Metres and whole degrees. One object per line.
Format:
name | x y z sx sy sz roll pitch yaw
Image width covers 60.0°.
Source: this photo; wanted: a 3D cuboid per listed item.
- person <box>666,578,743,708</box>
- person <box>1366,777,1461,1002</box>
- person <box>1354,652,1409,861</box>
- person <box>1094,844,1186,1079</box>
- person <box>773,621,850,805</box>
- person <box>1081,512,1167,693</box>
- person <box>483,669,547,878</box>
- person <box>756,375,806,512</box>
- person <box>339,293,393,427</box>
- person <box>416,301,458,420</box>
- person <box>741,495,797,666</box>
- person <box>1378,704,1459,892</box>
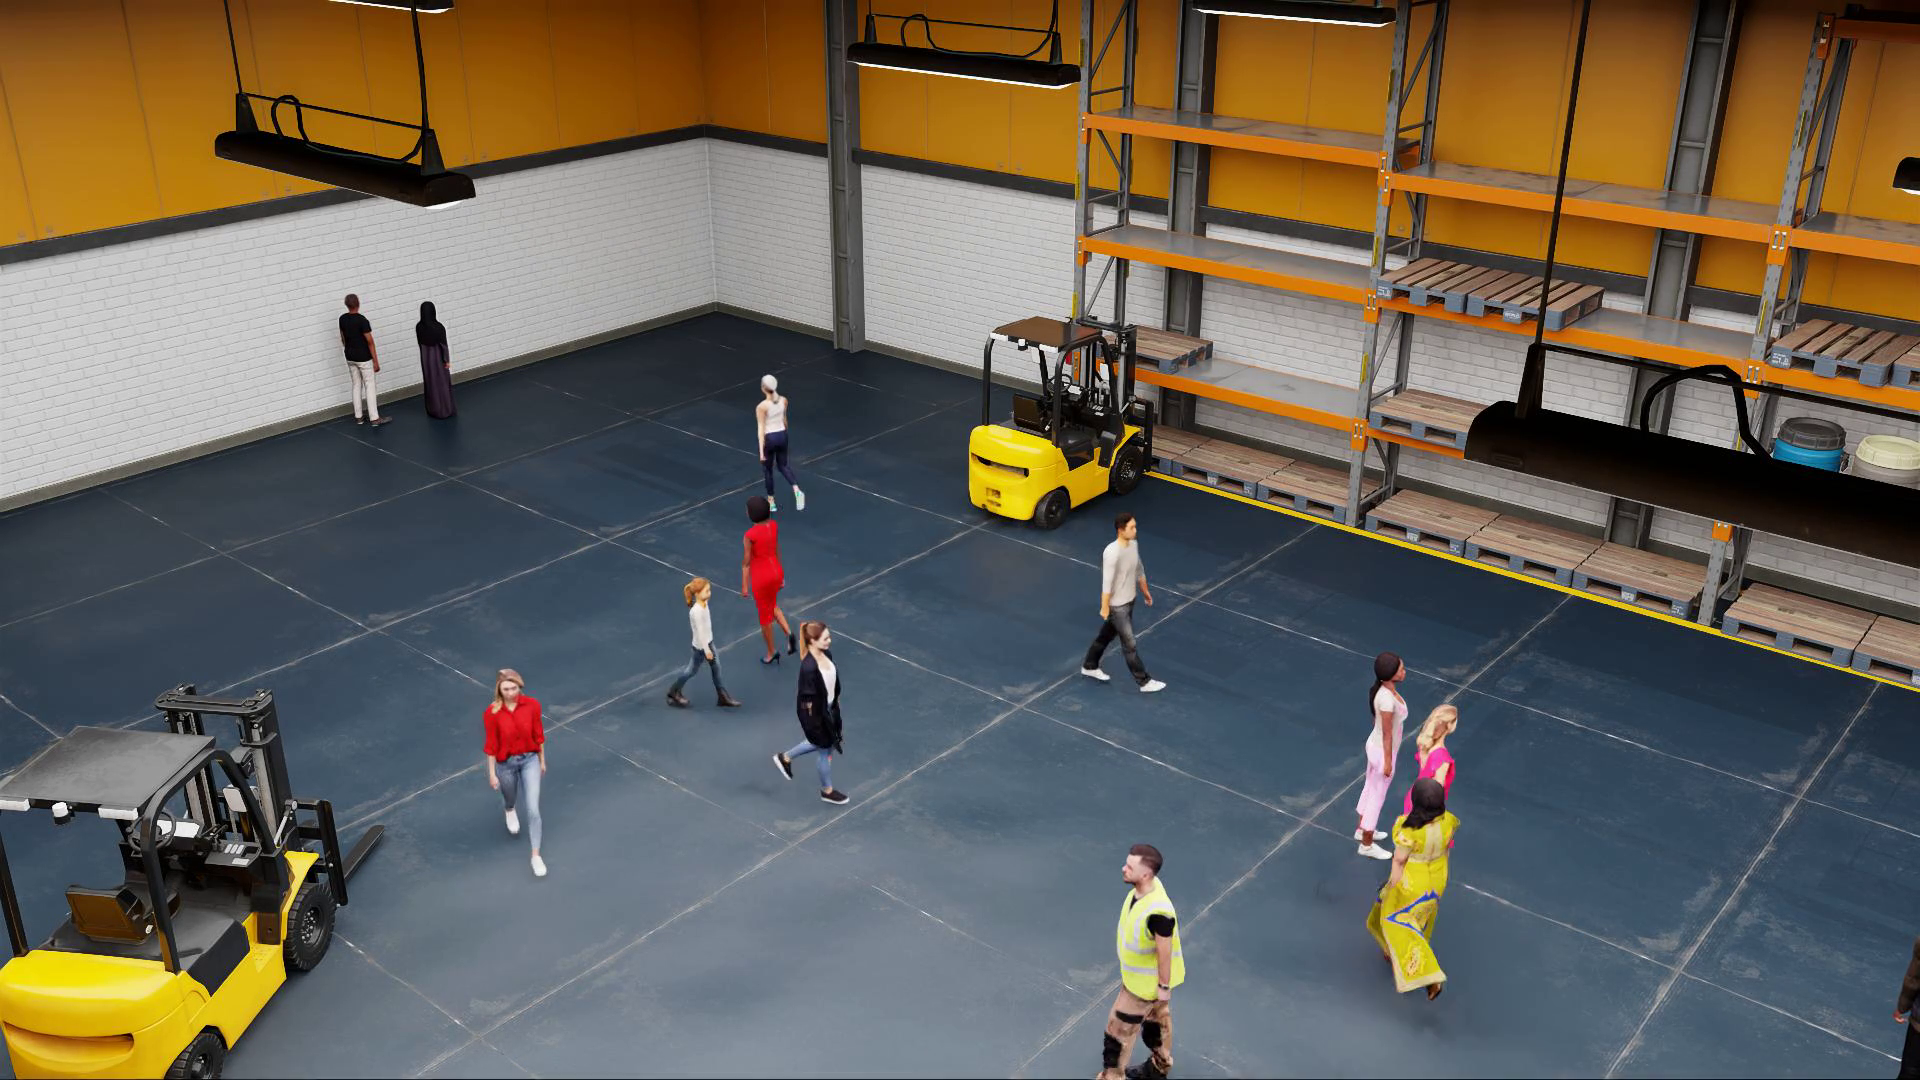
person | -2.421 0.969 15.165 0.979 1.286 0.777 4 24 9
person | 3.189 2.404 11.442 1.102 1.639 1.314 -10 25 -21
person | 3.297 1.659 13.018 0.684 1.742 0.661 2 24 5
person | 1.242 2.719 10.496 1.094 1.819 1.036 -2 24 -5
person | -1.259 1.415 13.671 1.017 1.666 0.832 7 25 16
person | 1.405 0.556 15.501 1.172 1.774 0.800 13 27 27
person | -3.459 1.727 12.945 0.929 1.676 1.187 -11 26 -23
person | -2.100 -1.086 19.365 0.693 1.688 0.989 -20 31 -38
person | -8.035 -2.421 22.274 0.633 1.804 0.793 10 25 21
person | -7.160 -2.463 22.605 0.678 1.615 0.763 6 24 13
person | -1.782 0.422 15.862 0.745 1.731 0.597 16 28 32
person | 3.343 2.015 12.263 0.903 1.694 0.843 1 24 2
